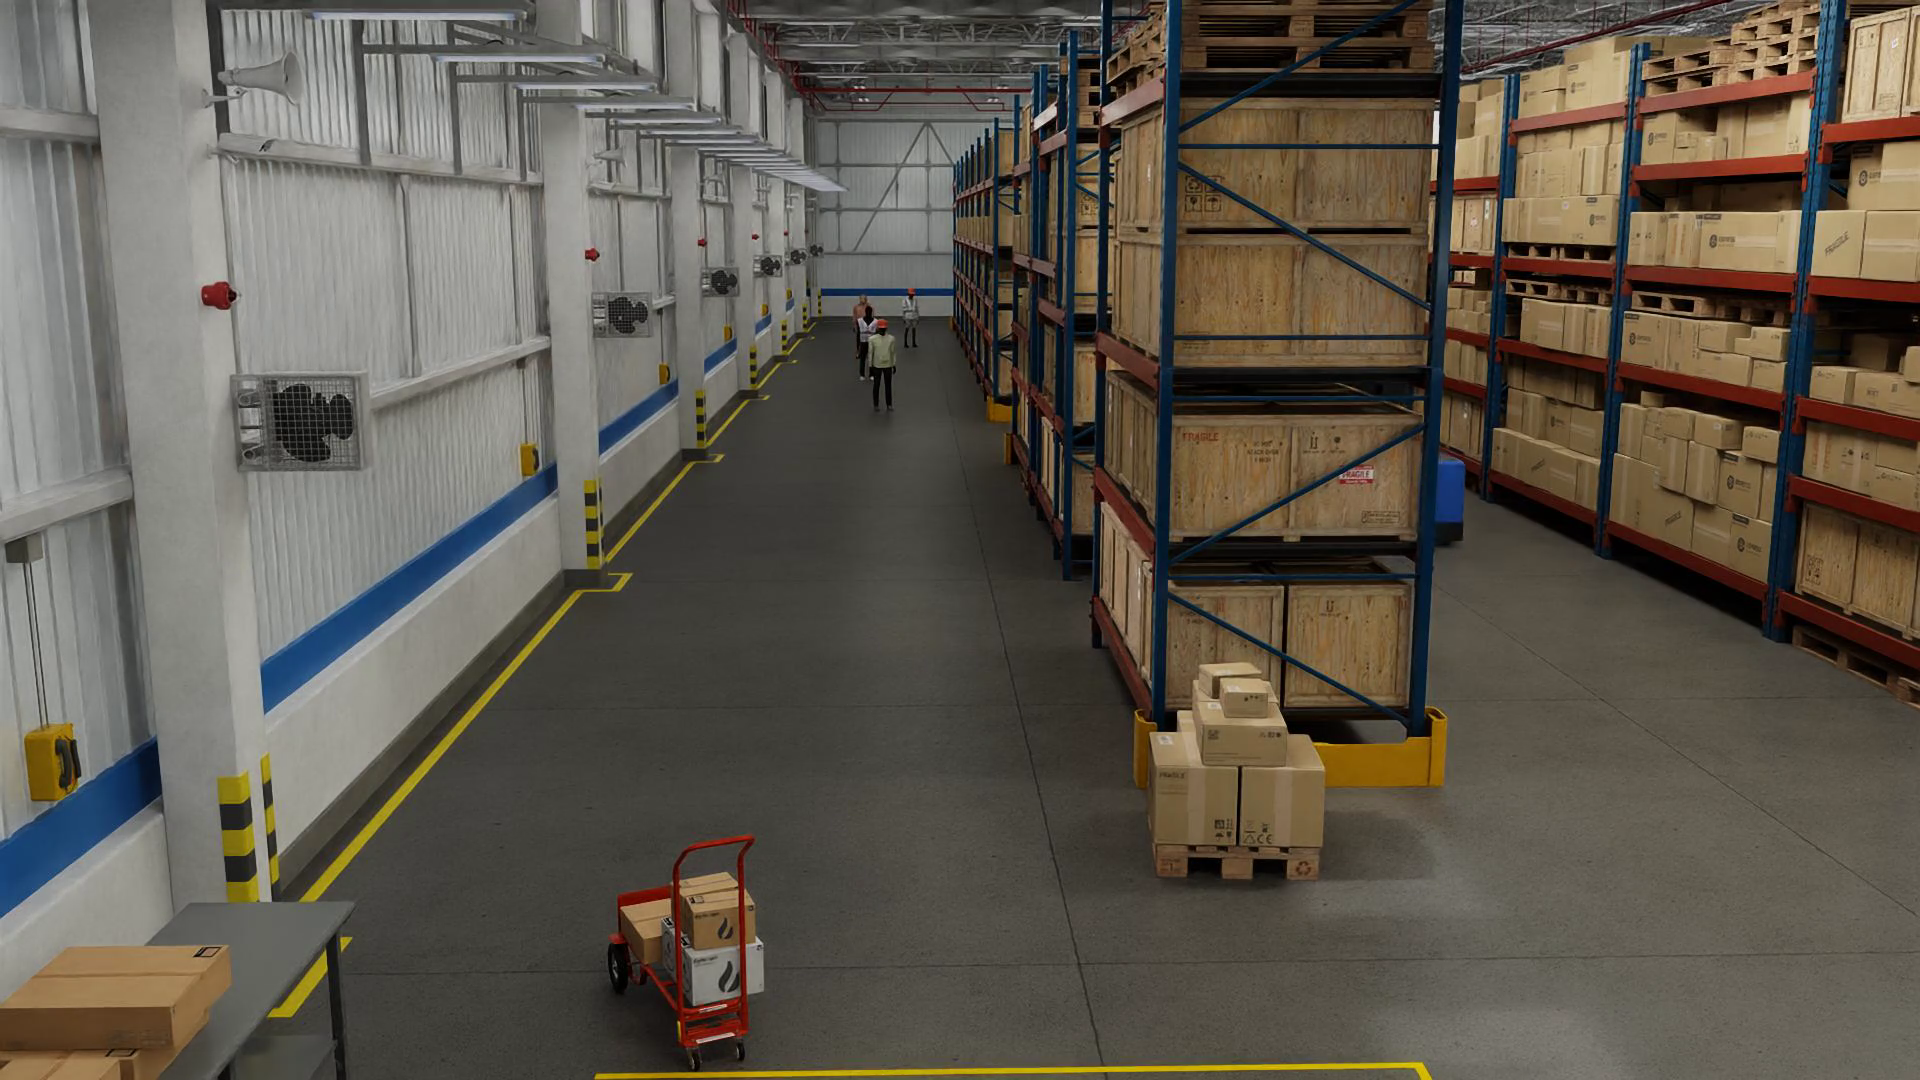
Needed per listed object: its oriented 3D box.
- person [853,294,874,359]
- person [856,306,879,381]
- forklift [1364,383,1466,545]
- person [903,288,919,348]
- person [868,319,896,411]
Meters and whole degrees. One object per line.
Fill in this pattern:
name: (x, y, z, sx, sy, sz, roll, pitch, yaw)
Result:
person: (-2.856, -6.321, 49.277, 0.652, 1.906, 0.402, 0, 11, -1)
person: (-2.356, -5.032, 42.583, 0.599, 1.906, 0.413, -1, 11, -7)
forklift: (5.394, -1.396, 21.111, 1.873, 2.768, 1.129, 0, 11, -1)
person: (-1.571, -7.155, 53.574, 0.544, 1.930, 0.388, -4, 12, -21)
person: (-1.666, -3.756, 35.727, 0.614, 1.988, 0.405, -3, 11, -16)
